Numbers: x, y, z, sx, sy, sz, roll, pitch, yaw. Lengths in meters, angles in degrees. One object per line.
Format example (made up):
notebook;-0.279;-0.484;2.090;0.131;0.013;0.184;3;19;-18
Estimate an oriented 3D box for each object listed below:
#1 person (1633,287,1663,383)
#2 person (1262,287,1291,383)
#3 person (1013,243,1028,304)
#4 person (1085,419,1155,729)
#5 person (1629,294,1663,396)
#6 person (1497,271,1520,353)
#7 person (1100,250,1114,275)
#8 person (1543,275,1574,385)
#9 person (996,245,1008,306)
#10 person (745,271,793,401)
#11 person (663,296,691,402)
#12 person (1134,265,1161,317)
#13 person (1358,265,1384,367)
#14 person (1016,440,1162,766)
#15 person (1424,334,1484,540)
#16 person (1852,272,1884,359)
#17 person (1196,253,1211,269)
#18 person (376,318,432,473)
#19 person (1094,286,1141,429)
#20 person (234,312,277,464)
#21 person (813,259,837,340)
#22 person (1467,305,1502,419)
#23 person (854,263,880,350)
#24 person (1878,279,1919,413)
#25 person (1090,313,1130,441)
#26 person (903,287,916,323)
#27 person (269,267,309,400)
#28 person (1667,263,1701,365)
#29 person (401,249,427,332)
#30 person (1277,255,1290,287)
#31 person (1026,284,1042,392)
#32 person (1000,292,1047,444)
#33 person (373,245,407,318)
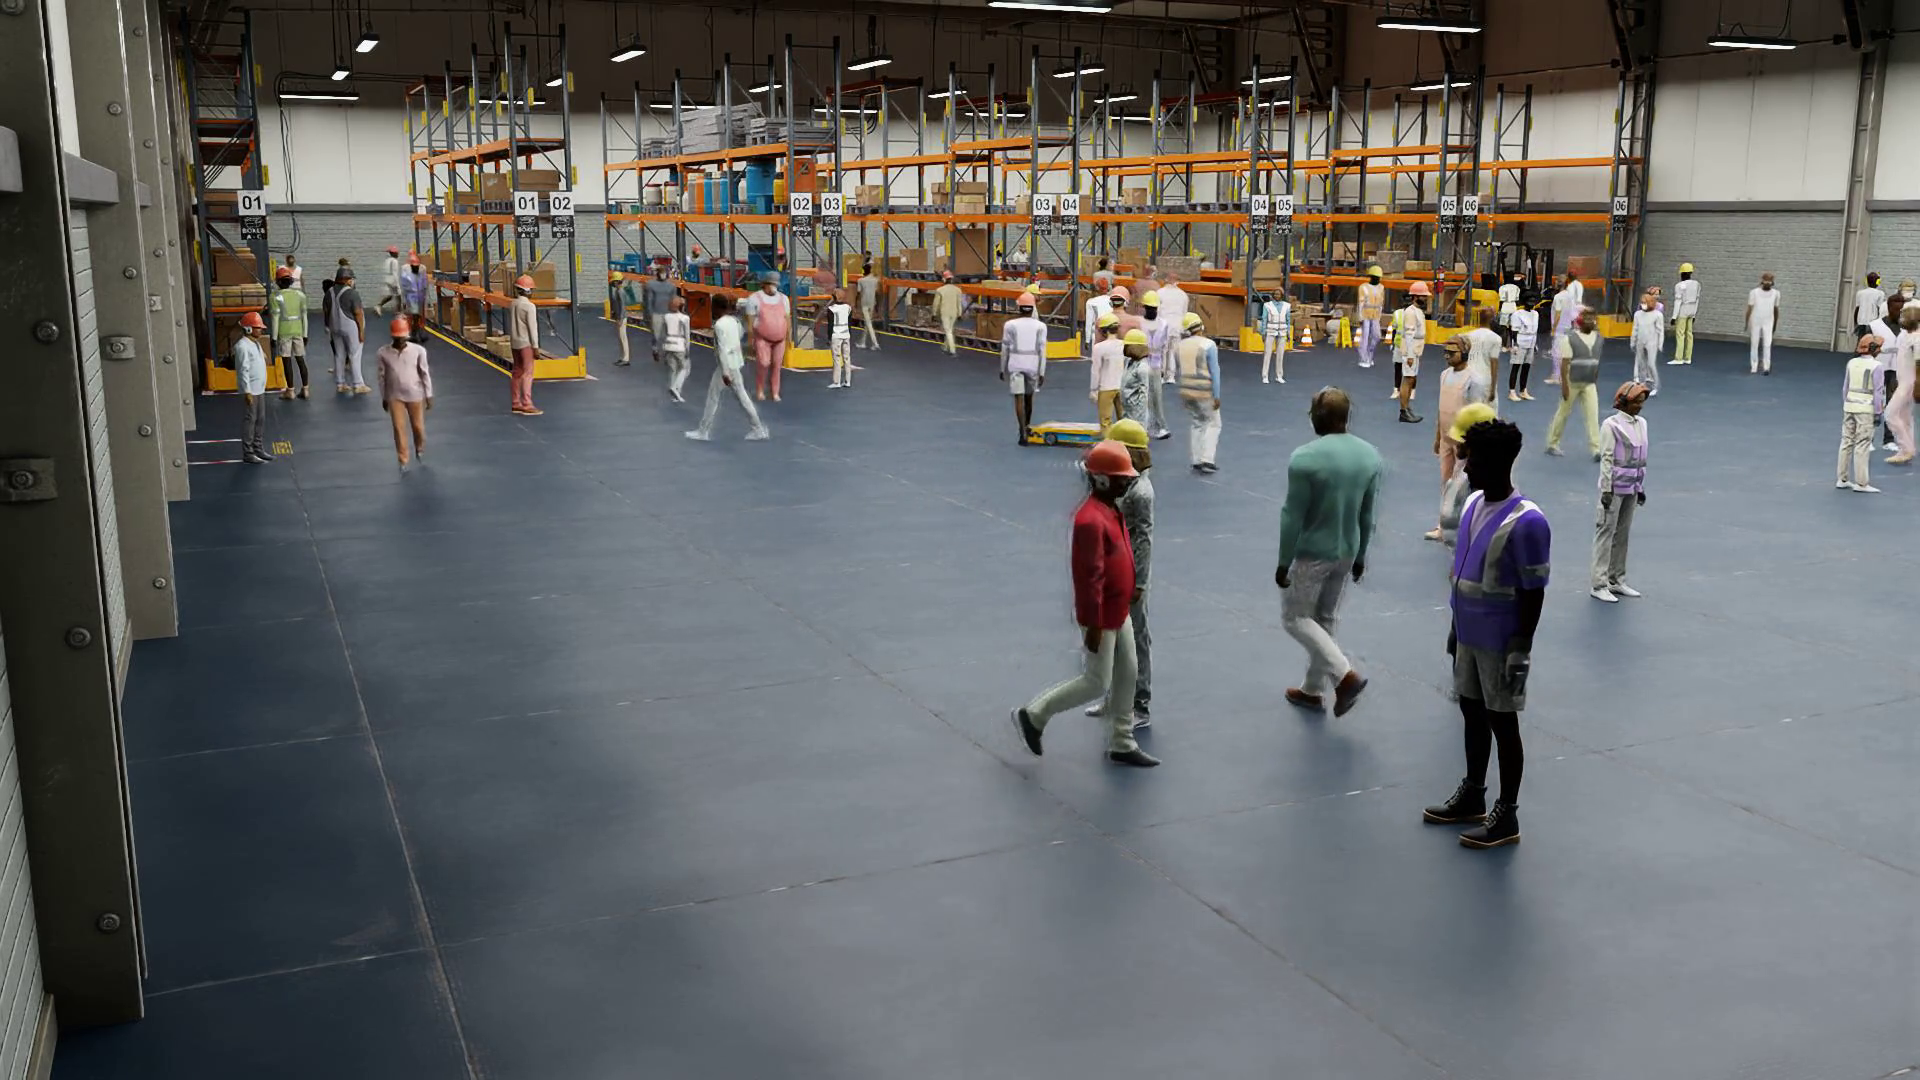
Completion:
person;11.705;-3.479;28.261;0.514;1.634;0.313;-3;12;-16
person;5.356;-3.470;28.194;0.520;1.636;0.312;-2;11;-10
person;1.977;-8.489;53.008;0.411;1.911;0.643;10;15;42
person;0.916;0.190;9.321;0.287;1.746;0.487;-4;12;-18
person;10.837;-3.079;26.273;0.361;1.617;0.533;-7;13;-31
person;11.267;-4.687;34.229;0.537;1.696;0.321;-6;13;-27
person;4.152;-7.506;48.100;0.589;1.863;0.627;-1;11;-5
person;10.109;-3.542;28.031;0.519;1.843;0.331;-10;15;-41
person;1.251;-7.892;49.929;0.371;1.927;0.588;-3;12;-16
person;-2.890;-3.130;25.439;0.689;2.000;0.541;-6;13;-27
person;-4.310;-2.883;25.254;0.514;1.624;0.406;6;13;27
person;3.578;-4.262;31.581;0.397;1.891;0.662;-8;14;-35
person;7.681;-4.172;31.076;0.604;1.906;0.436;-5;12;-23
person;0.684;0.341;8.578;0.688;1.730;0.571;4;12;20
person;4.328;-0.873;14.493;0.338;1.838;0.508;-5;12;-22
person;15.772;-3.713;28.871;0.335;1.860;0.508;-7;13;-31
person;7.129;-7.547;48.711;0.592;1.710;0.551;-8;14;-36
person;-6.230;-1.645;18.693;0.581;1.722;0.639;-2;11;-12
person;1.942;-2.098;20.331;0.611;1.988;0.391;4;12;21
person;-8.142;-1.756;19.218;0.349;1.743;0.567;0;11;-2
person;-3.038;-5.409;37.510;0.645;1.862;0.984;-7;13;-32
person;6.053;-1.827;19.439;0.859;1.823;0.523;-8;14;-35
person;-1.959;-4.938;35.193;0.536;1.830;0.959;-8;14;-36
person;13.494;-2.767;23.882;0.628;1.933;0.366;5;12;23
person;1.702;-1.697;18.908;0.532;1.754;0.379;-7;13;-30
person;-1.350;-6.501;43.338;0.358;1.742;0.566;5;12;23
person;-10.396;-3.189;25.735;0.393;2.041;0.614;8;14;35
person;13.767;-4.290;31.616;0.587;1.930;0.359;-5;12;-25
person;-13.193;-6.025;40.267;0.612;1.994;0.394;-5;12;-23
person;8.833;-6.896;45.403;0.333;1.719;0.657;-1;11;-4
person;1.158;-3.263;26.900;0.318;1.735;0.481;-2;11;-8
person;0.809;-2.161;20.912;0.565;1.898;0.978;-1;11;-6
person;-15.577;-7.032;45.370;0.857;2.016;0.622;-11;15;-43
